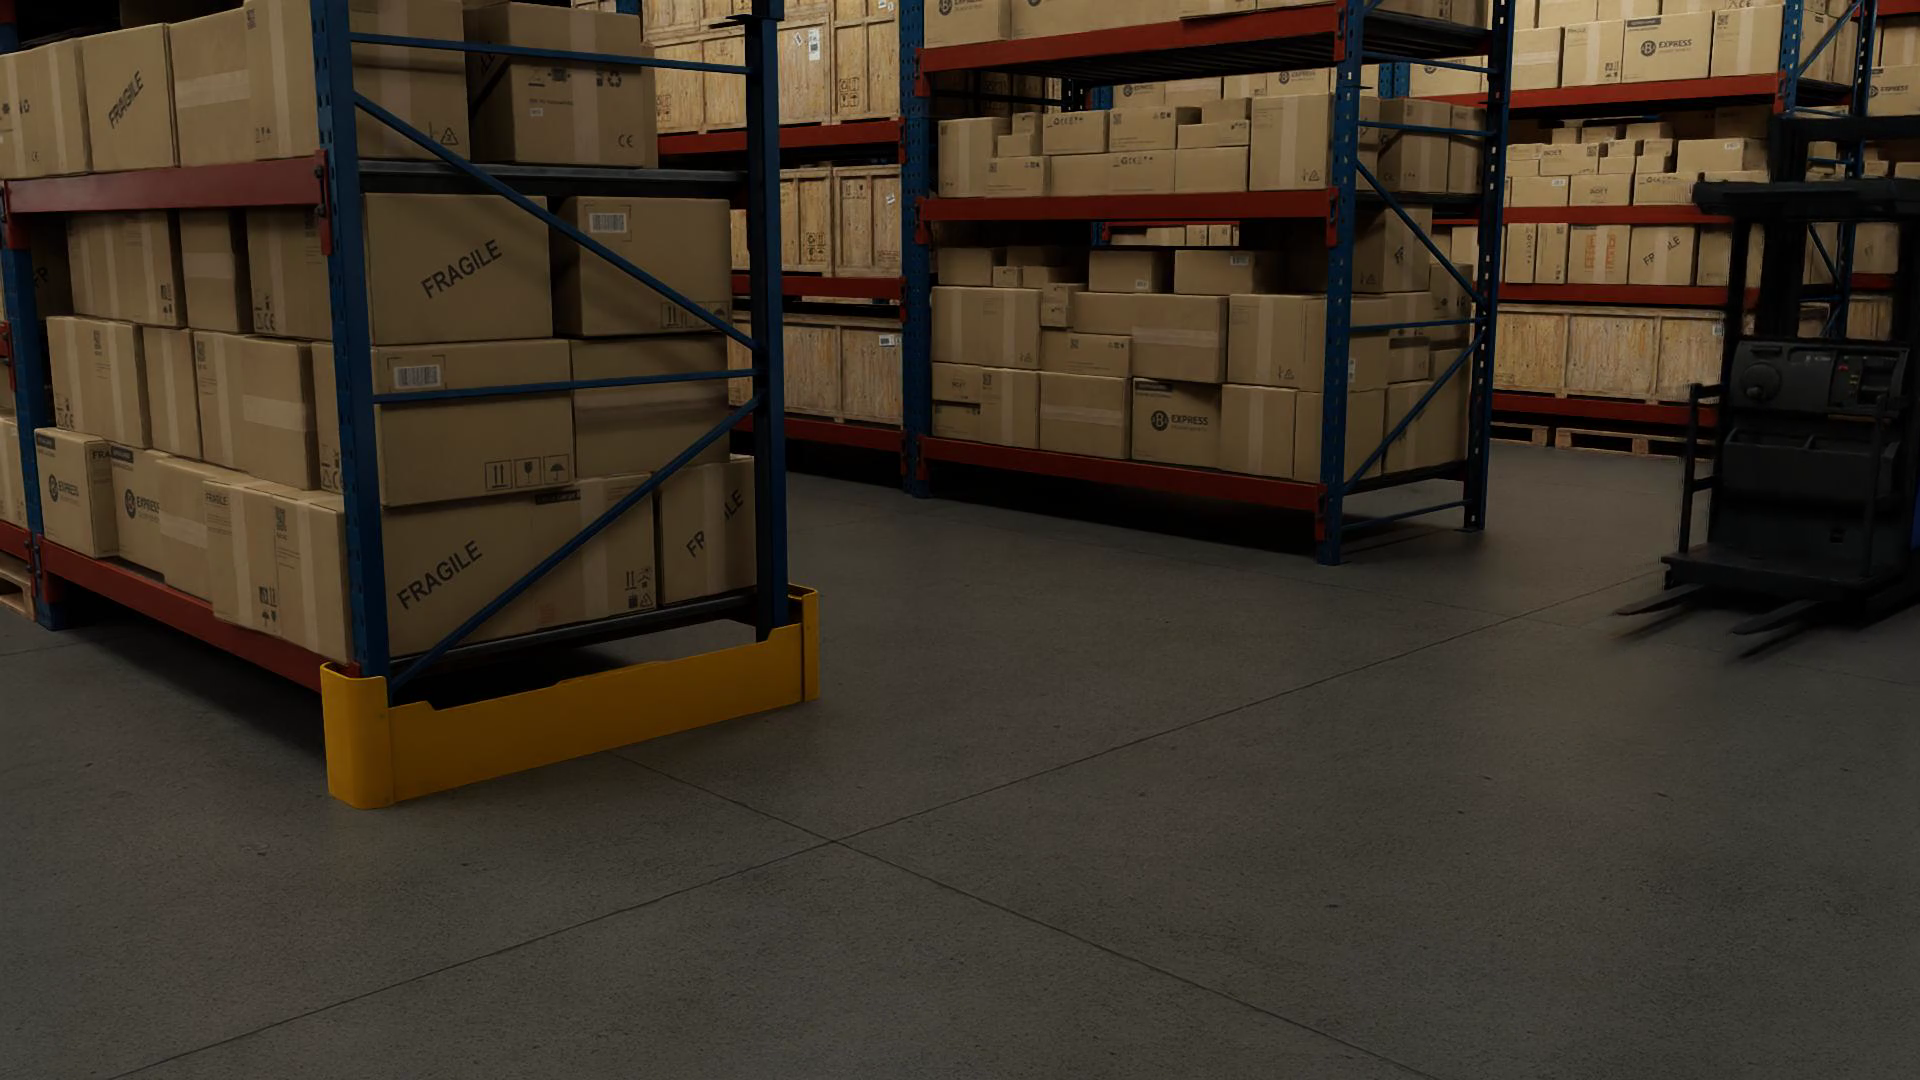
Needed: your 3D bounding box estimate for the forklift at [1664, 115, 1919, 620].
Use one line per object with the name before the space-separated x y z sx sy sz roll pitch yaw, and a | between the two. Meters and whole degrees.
forklift | 5.226 -1.102 9.864 1.873 2.768 1.129 -10 14 -44
